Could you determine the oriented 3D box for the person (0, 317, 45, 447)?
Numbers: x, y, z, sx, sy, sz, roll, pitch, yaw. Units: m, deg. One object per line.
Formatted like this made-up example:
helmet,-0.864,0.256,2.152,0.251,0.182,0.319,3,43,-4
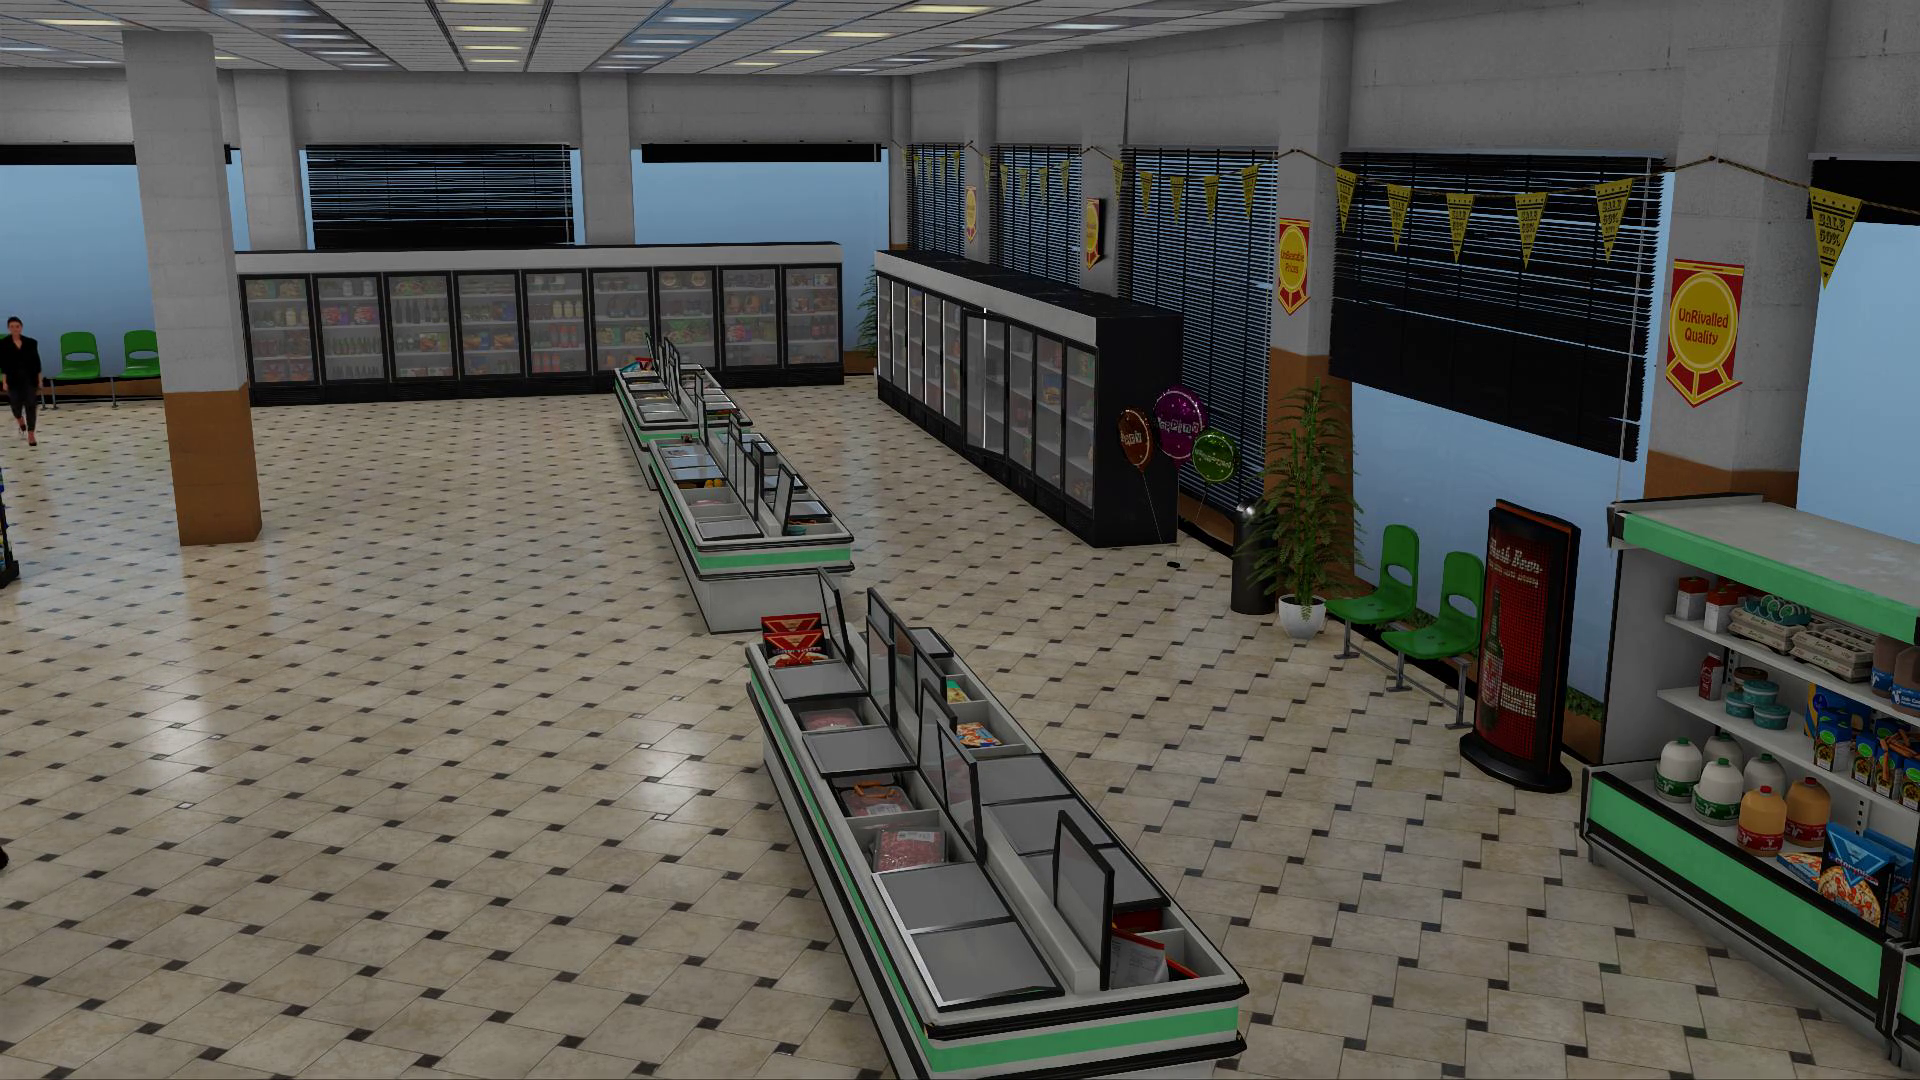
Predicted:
person,-12.469,-2.105,22.077,0.834,1.694,1.050,-9,16,-33
